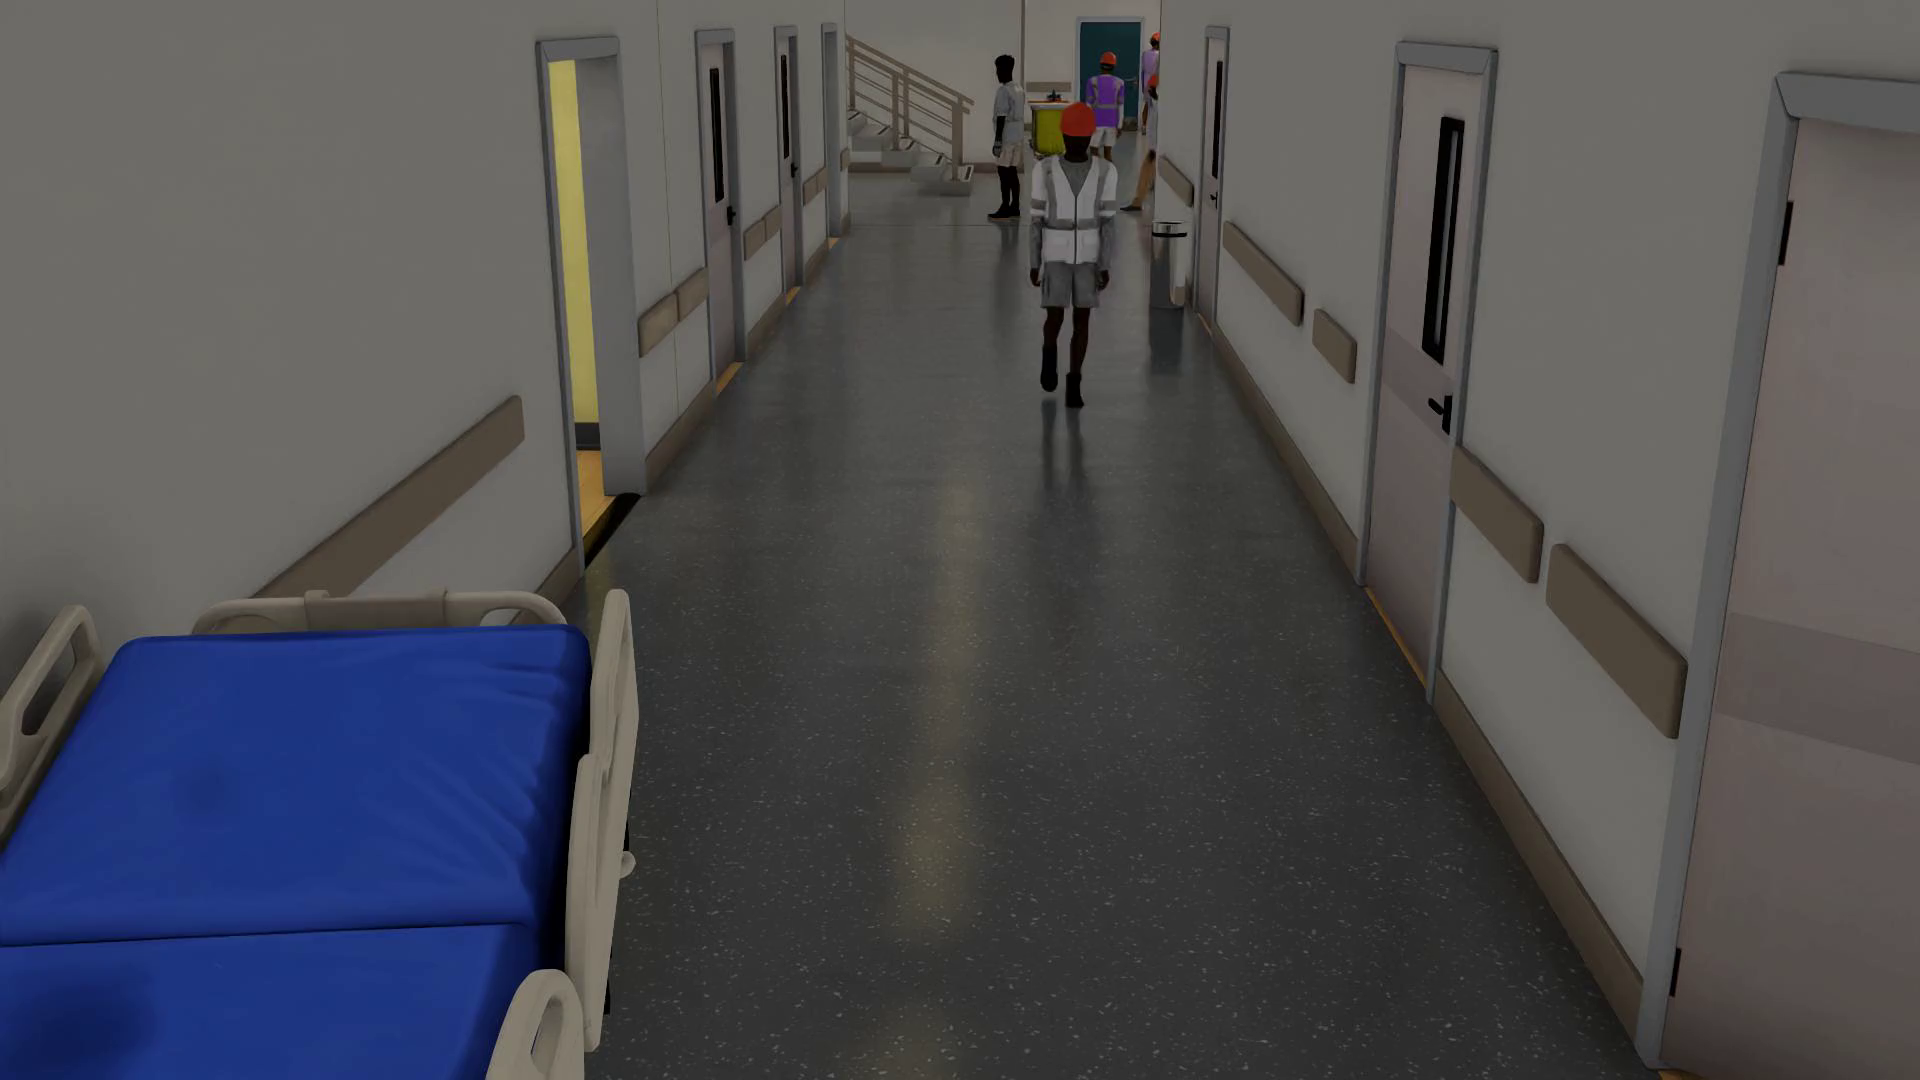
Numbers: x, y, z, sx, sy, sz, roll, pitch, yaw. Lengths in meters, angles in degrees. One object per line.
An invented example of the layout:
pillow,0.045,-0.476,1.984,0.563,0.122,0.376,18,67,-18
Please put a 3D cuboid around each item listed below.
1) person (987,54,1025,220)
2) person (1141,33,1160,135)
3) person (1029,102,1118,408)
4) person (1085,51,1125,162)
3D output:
person,0.571,-4.863,20.128,0.388,1.952,0.614,8,19,23
person,3.950,-9.246,33.781,0.611,2.030,0.410,17,24,42
person,0.713,-1.801,10.561,0.542,1.917,0.528,-1,18,-3
person,2.030,-5.866,23.338,0.566,1.914,0.616,-2,18,-6
